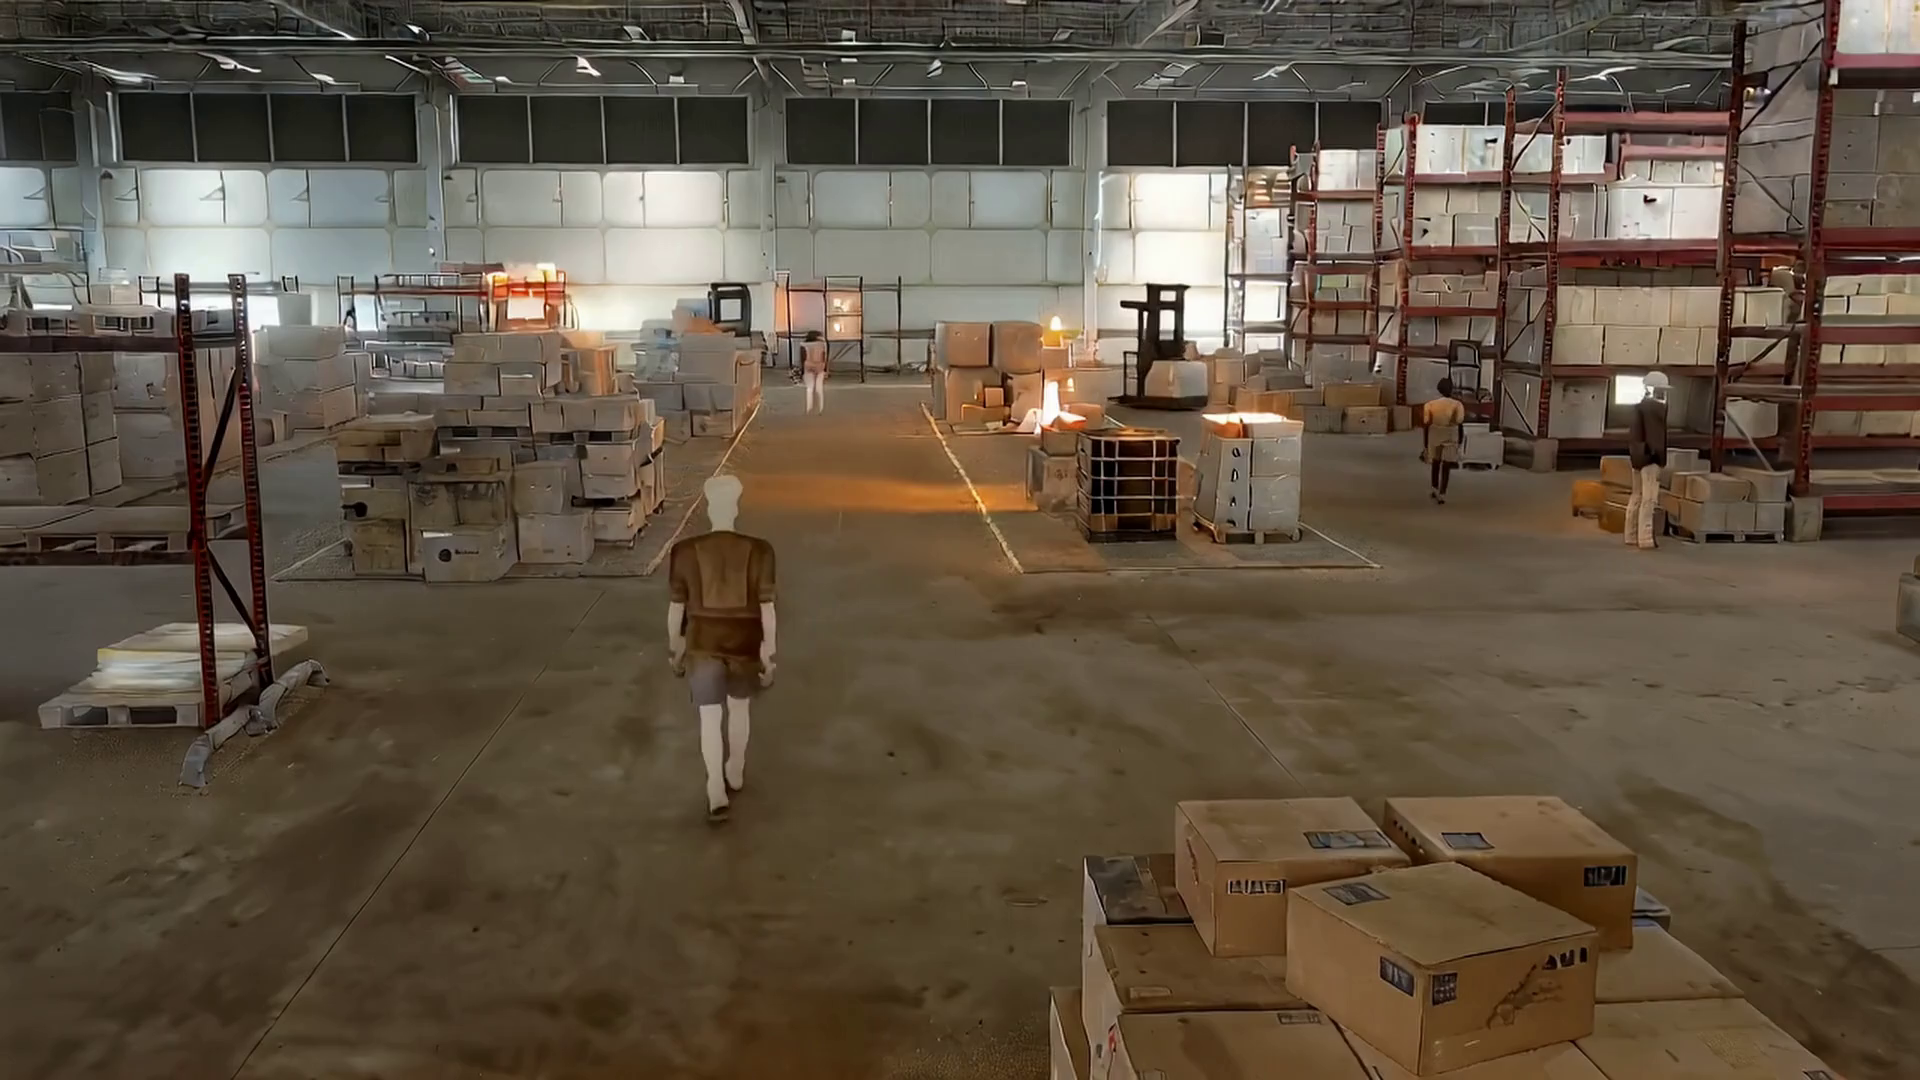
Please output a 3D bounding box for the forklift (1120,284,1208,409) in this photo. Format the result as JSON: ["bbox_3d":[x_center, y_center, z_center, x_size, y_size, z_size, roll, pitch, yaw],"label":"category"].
[{"bbox_3d":[4.692,-4.430,37.846,1.129,2.768,1.873,-6,11,-33],"label":"forklift"}]

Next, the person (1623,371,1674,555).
[{"bbox_3d":[7.503,-0.843,18.101,0.389,1.990,0.622,-1,9,-8],"label":"person"}]

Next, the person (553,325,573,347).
[{"bbox_3d":[-9.281,-4.035,38.507,0.673,1.899,0.753,-7,11,-38],"label":"person"}]

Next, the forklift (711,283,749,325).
[{"bbox_3d":[-5.900,-5.230,42.869,1.129,2.768,1.873,-1,9,-4],"label":"forklift"}]

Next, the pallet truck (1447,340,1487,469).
[{"bbox_3d":[8.004,-2.170,26.422,0.823,1.965,1.885,2,9,14],"label":"pallet truck"}]

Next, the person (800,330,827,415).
[{"bbox_3d":[-3.204,-3.645,36.168,0.634,1.842,0.429,-5,10,-27],"label":"person"}]

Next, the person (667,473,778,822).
[{"bbox_3d":[-1.333,0.584,9.356,0.617,1.928,0.977,-2,9,-10],"label":"person"}]

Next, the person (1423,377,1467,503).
[{"bbox_3d":[6.504,-1.345,22.260,0.544,1.664,0.790,5,10,29],"label":"person"}]

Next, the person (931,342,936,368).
[{"bbox_3d":[-0.373,-3.925,37.801,0.555,1.884,1.018,1,9,6],"label":"person"}]
